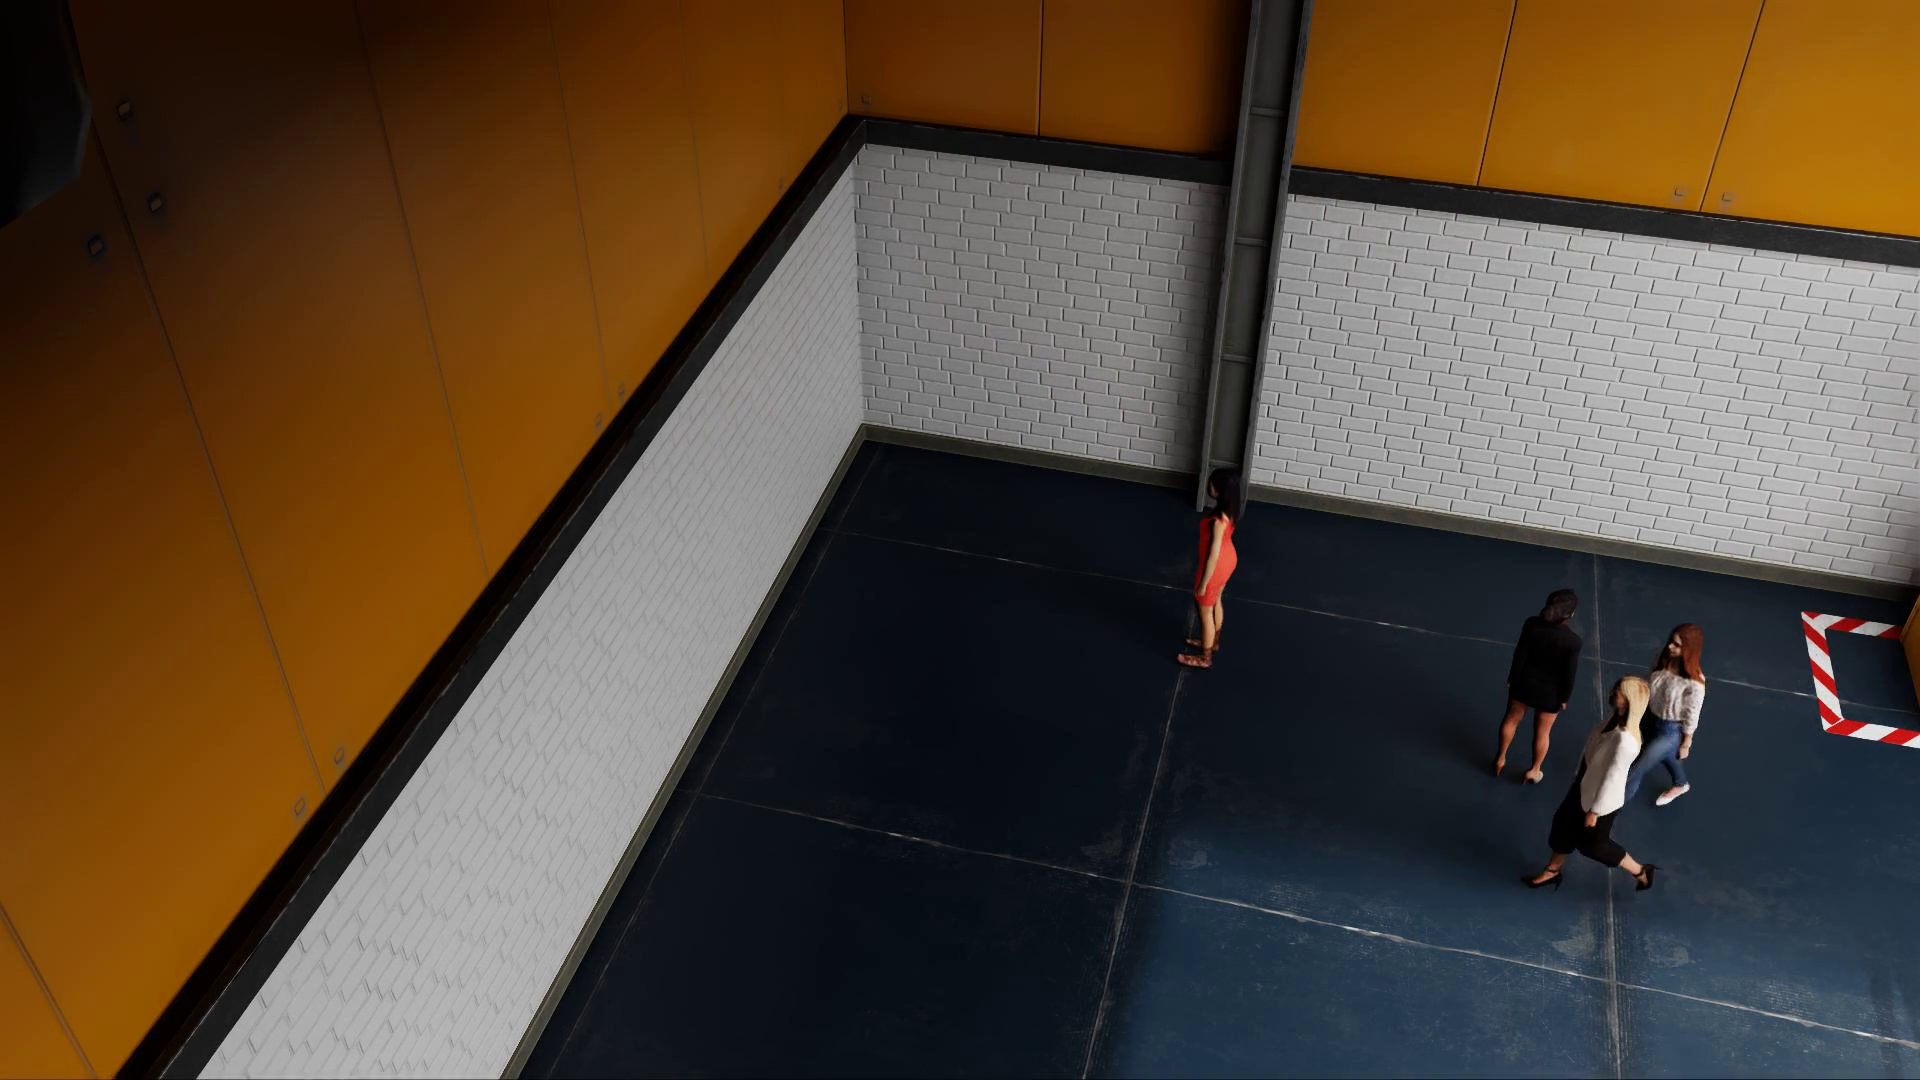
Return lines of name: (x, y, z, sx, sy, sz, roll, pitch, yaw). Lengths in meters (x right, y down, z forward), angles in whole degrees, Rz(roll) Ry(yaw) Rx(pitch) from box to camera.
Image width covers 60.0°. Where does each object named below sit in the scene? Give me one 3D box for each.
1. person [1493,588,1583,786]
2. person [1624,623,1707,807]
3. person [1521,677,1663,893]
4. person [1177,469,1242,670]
person: (3.828, 0.975, 11.001, 0.649, 1.640, 0.723, 25, 45, 27)
person: (4.585, 1.190, 10.697, 1.211, 1.681, 0.994, -11, 40, -14)
person: (3.959, 1.575, 10.089, 1.023, 1.840, 0.653, 8, 39, 9)
person: (1.842, 0.197, 11.912, 0.564, 1.719, 0.598, 14, 41, 17)
